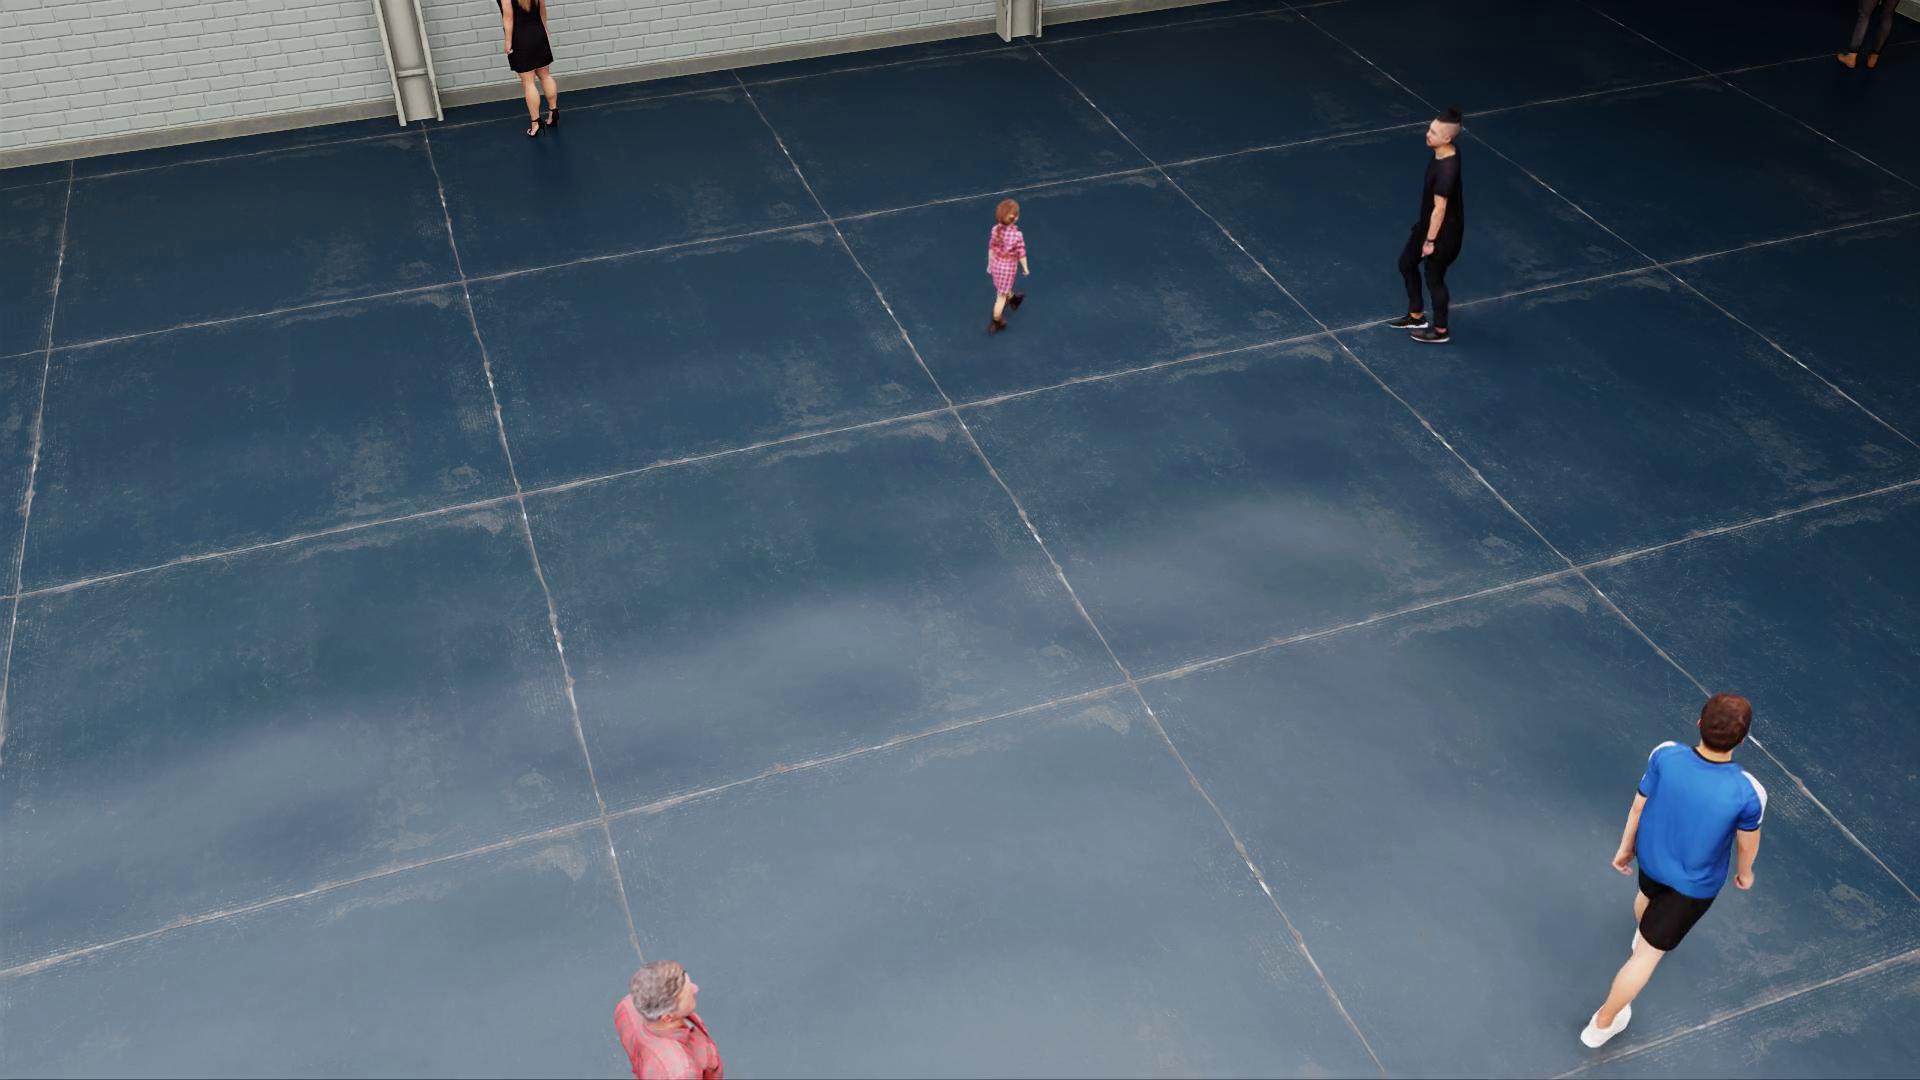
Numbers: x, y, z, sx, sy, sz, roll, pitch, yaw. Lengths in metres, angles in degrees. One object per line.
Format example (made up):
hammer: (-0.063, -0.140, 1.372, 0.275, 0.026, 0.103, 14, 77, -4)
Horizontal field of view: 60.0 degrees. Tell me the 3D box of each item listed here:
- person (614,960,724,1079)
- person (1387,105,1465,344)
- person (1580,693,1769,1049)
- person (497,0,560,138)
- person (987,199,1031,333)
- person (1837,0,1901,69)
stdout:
person: (-1.036, 2.179, 6.190, 0.626, 1.831, 0.729, -21, 43, -25)
person: (3.467, -2.213, 11.798, 0.857, 1.839, 0.835, 5, 38, 7)
person: (3.031, 1.456, 7.121, 1.029, 1.824, 1.308, 31, 47, 33)
person: (-3.815, -4.419, 14.717, 0.820, 1.718, 0.729, 23, 44, 27)
person: (0.309, -1.996, 12.201, 0.678, 1.000, 0.783, 22, 43, 25)
person: (8.916, -5.400, 15.966, 0.637, 1.723, 0.780, 3, 38, 4)
